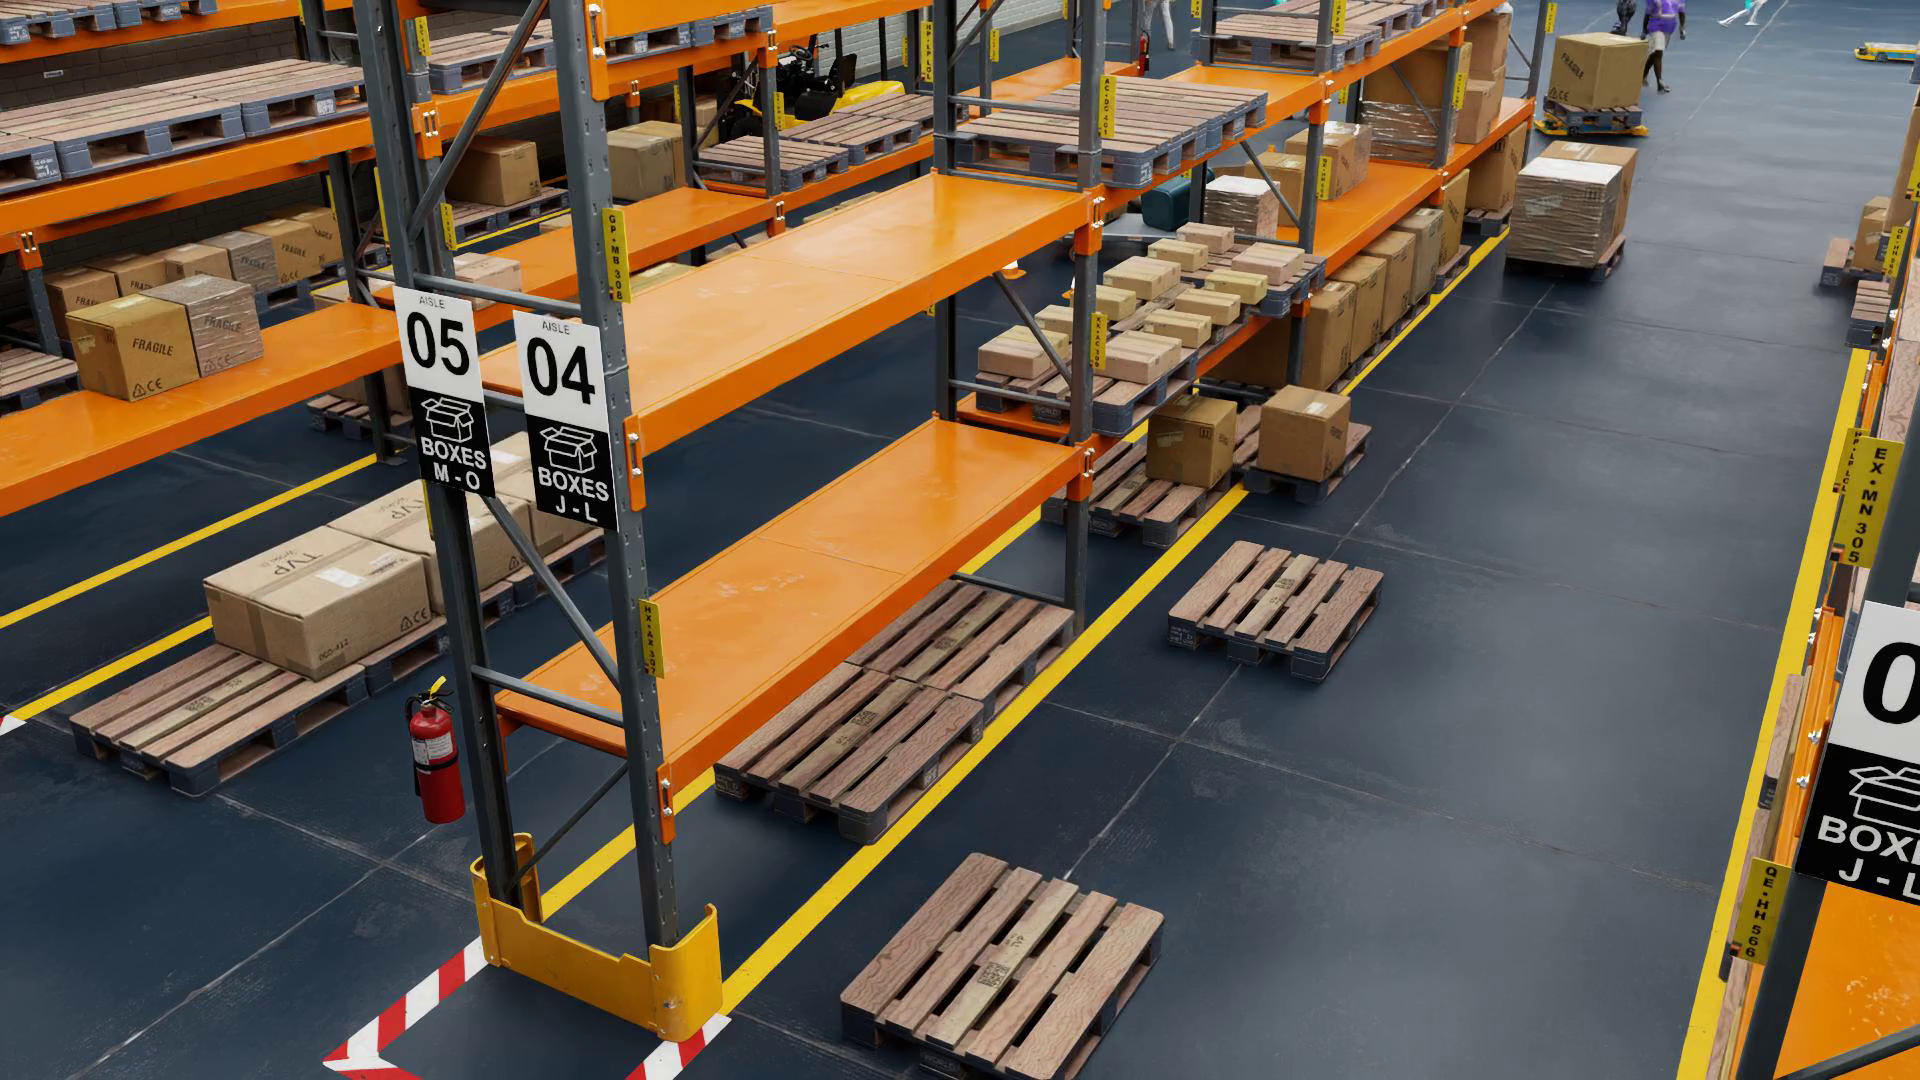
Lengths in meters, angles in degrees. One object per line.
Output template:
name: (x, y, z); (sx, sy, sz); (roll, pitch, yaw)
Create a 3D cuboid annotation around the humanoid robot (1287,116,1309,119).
humanoid robot: (4.987, -6.909, 24.114); (0.624, 1.649, 0.607); (-6, 26, -12)

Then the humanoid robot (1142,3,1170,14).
humanoid robot: (3.854, -11.388, 33.323); (0.903, 1.772, 0.542); (-22, 33, -38)

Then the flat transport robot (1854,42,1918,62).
flat transport robot: (16.379, -8.465, 28.932); (1.431, 0.231, 0.659); (10, 27, 20)

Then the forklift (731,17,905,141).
forklift: (-1.819, -5.975, 21.543); (2.313, 2.155, 1.214); (14, 29, 26)

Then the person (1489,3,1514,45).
person: (7.888, -7.370, 24.788); (0.609, 1.887, 0.717); (20, 32, 35)

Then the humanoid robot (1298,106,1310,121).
humanoid robot: (5.177, -6.852, 24.011); (0.526, 1.655, 0.586); (12, 28, 24)

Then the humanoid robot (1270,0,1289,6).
humanoid robot: (5.915, -10.226, 30.926); (0.718, 1.807, 0.538); (-13, 29, -25)

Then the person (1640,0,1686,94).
person: (11.077, -8.047, 26.176); (0.607, 1.912, 1.030); (-5, 26, -11)

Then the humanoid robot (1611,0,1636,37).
humanoid robot: (10.445, -7.952, 26.245); (0.523, 1.643, 0.601); (11, 28, 21)

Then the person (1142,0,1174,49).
person: (3.580, -9.780, 29.810); (0.656, 1.893, 0.935); (-12, 28, -23)

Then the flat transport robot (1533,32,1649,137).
flat transport robot: (8.941, -5.895, 23.592); (1.431, 0.231, 0.659); (0, 26, 0)

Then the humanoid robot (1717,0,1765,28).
humanoid robot: (15.058, -10.563, 31.621); (1.039, 1.745, 0.561); (2, 26, 3)

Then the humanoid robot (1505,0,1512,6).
humanoid robot: (9.260, -9.268, 28.924); (0.560, 1.728, 1.053); (-4, 26, -9)
